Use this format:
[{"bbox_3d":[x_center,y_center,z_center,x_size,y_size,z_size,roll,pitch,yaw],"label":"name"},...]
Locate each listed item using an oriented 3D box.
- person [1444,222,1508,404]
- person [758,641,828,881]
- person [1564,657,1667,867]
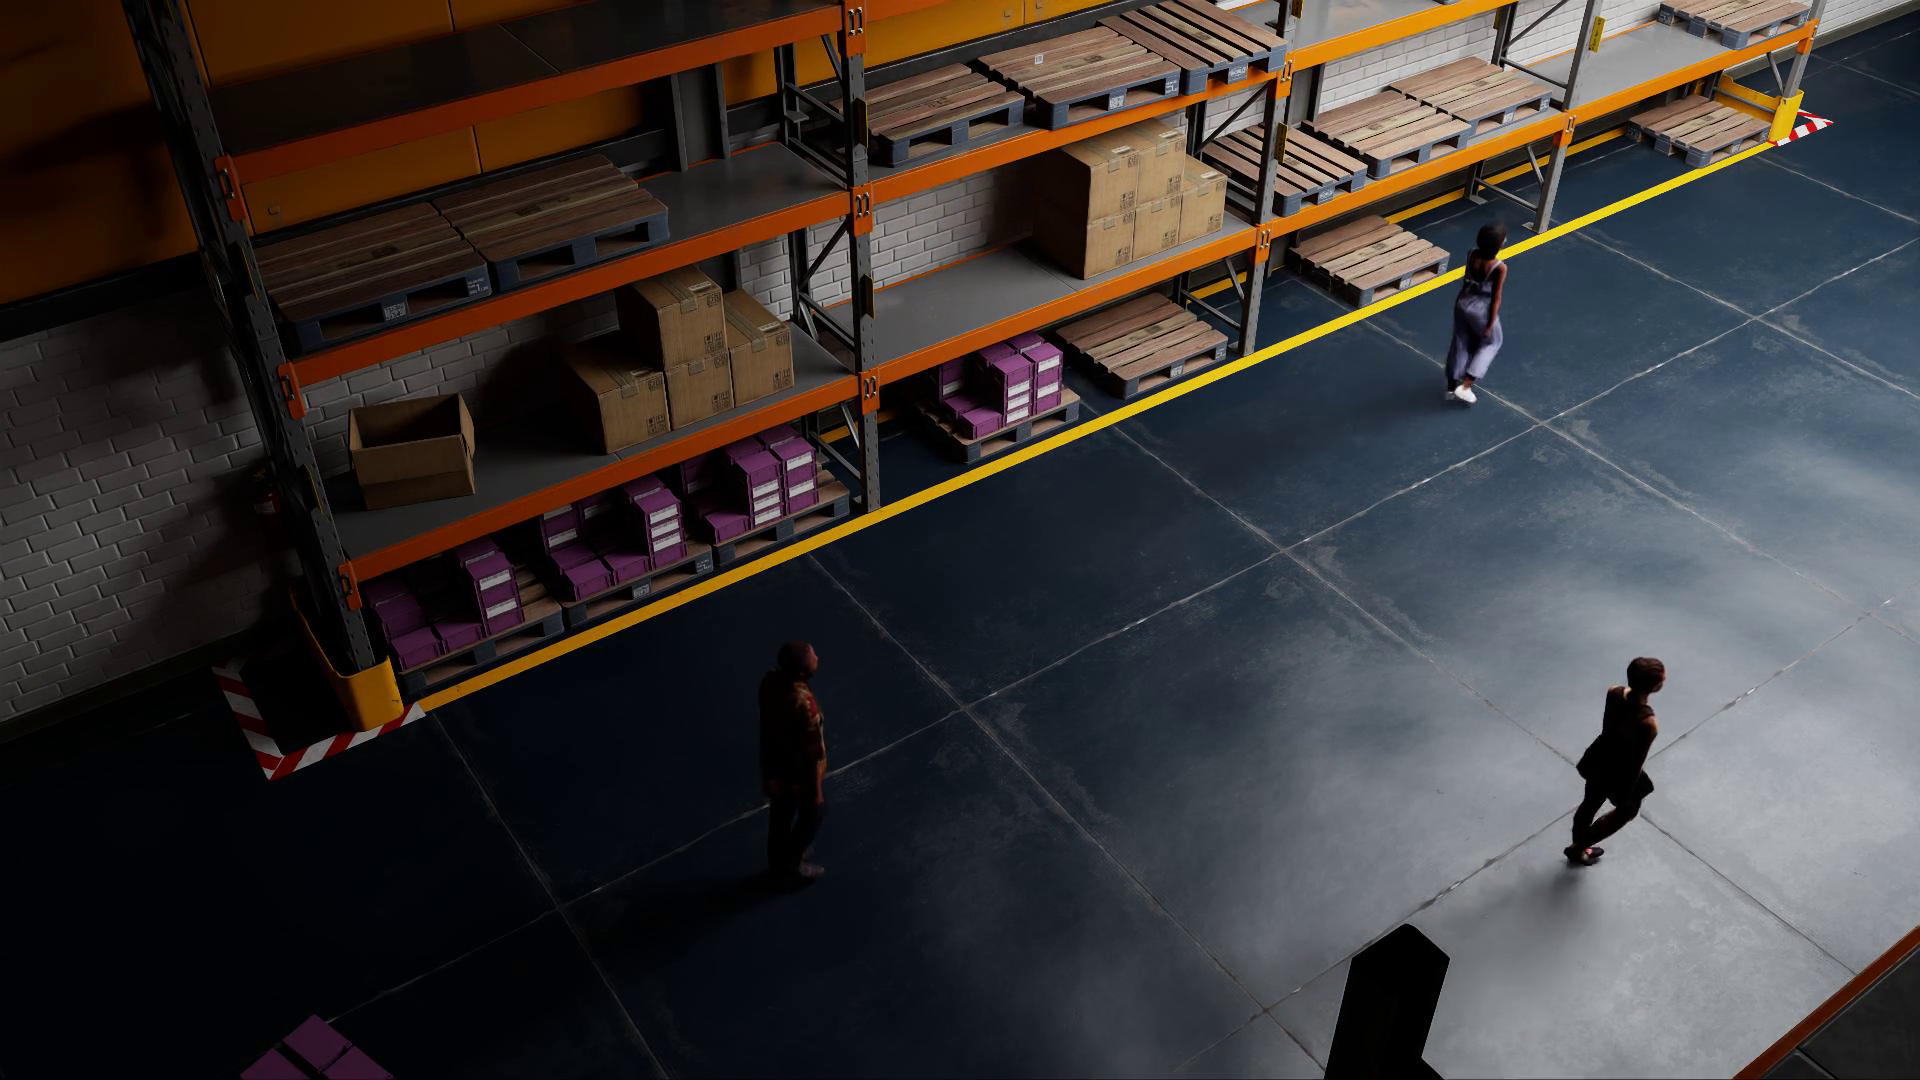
[{"bbox_3d":[4.238,-1.856,13.847,0.710,1.686,0.596,-27,46,-30],"label":"person"},{"bbox_3d":[-1.009,1.329,9.780,0.649,1.783,0.687,-24,44,-27],"label":"person"},{"bbox_3d":[3.805,1.357,9.838,0.684,1.669,0.654,-11,40,-14],"label":"person"}]
